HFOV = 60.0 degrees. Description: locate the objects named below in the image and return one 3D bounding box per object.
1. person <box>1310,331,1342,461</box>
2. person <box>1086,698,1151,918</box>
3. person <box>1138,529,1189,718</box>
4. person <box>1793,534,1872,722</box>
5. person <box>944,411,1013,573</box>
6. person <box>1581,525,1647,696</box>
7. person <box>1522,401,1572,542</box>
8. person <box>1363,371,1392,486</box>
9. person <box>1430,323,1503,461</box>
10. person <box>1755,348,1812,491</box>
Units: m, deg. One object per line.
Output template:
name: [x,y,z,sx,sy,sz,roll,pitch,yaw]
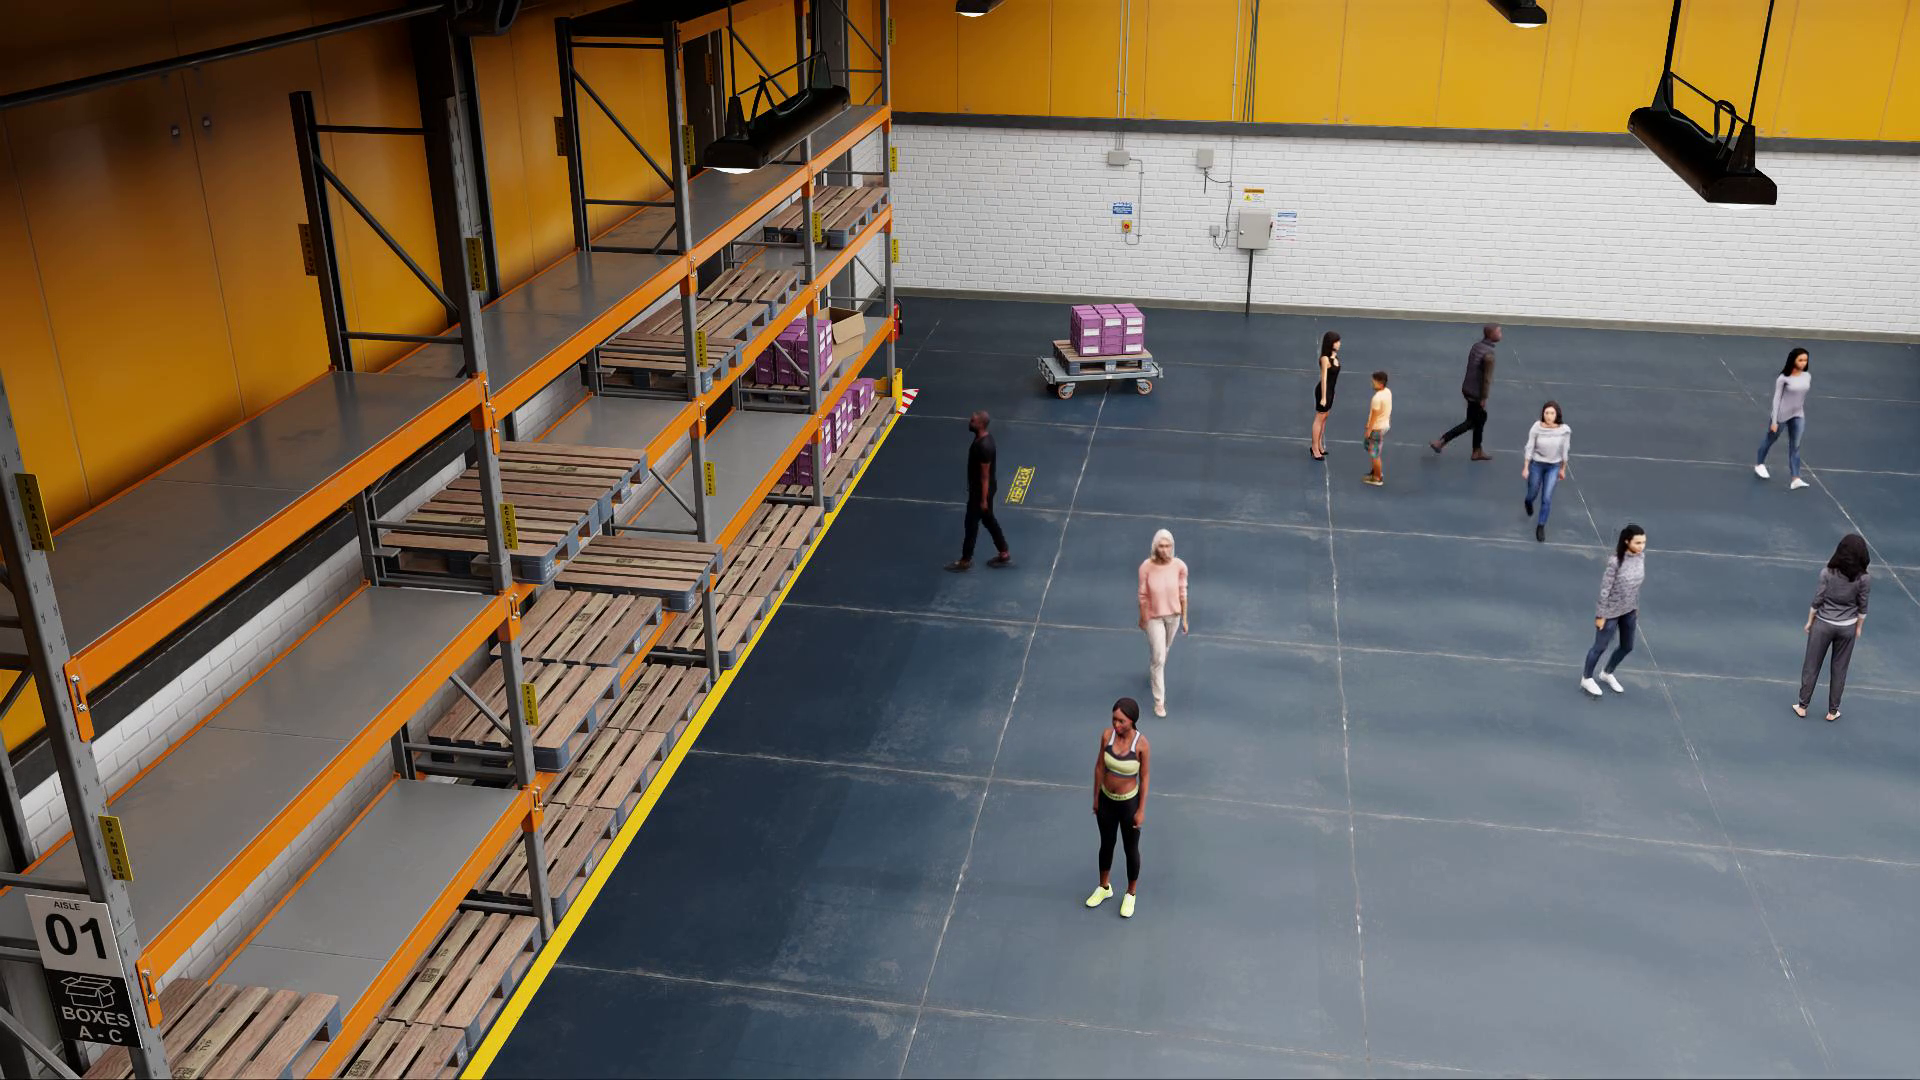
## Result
person: [4.589,-1.833,20.907,0.692,1.648,0.541,12,27,26]
person: [1.180,1.926,12.174,0.615,1.755,0.604,12,26,25]
person: [1.831,0.671,15.131,0.828,1.686,1.182,-3,24,-8]
person: [7.775,0.775,14.795,0.644,1.764,0.581,9,25,20]
person: [0.299,-0.517,17.702,0.837,1.803,0.953,0,24,0]
person: [5.988,0.619,15.211,0.754,1.717,0.791,-10,26,-22]
person: [6.528,-0.818,18.625,0.627,1.616,0.864,4,24,9]
person: [5.095,-1.328,20.011,0.711,1.441,0.622,18,30,36]
person: [6.323,-1.807,20.656,0.893,1.801,1.061,-1,24,-1]
person: [9.904,-1.488,20.070,0.880,1.686,1.217,-3,24,-8]
